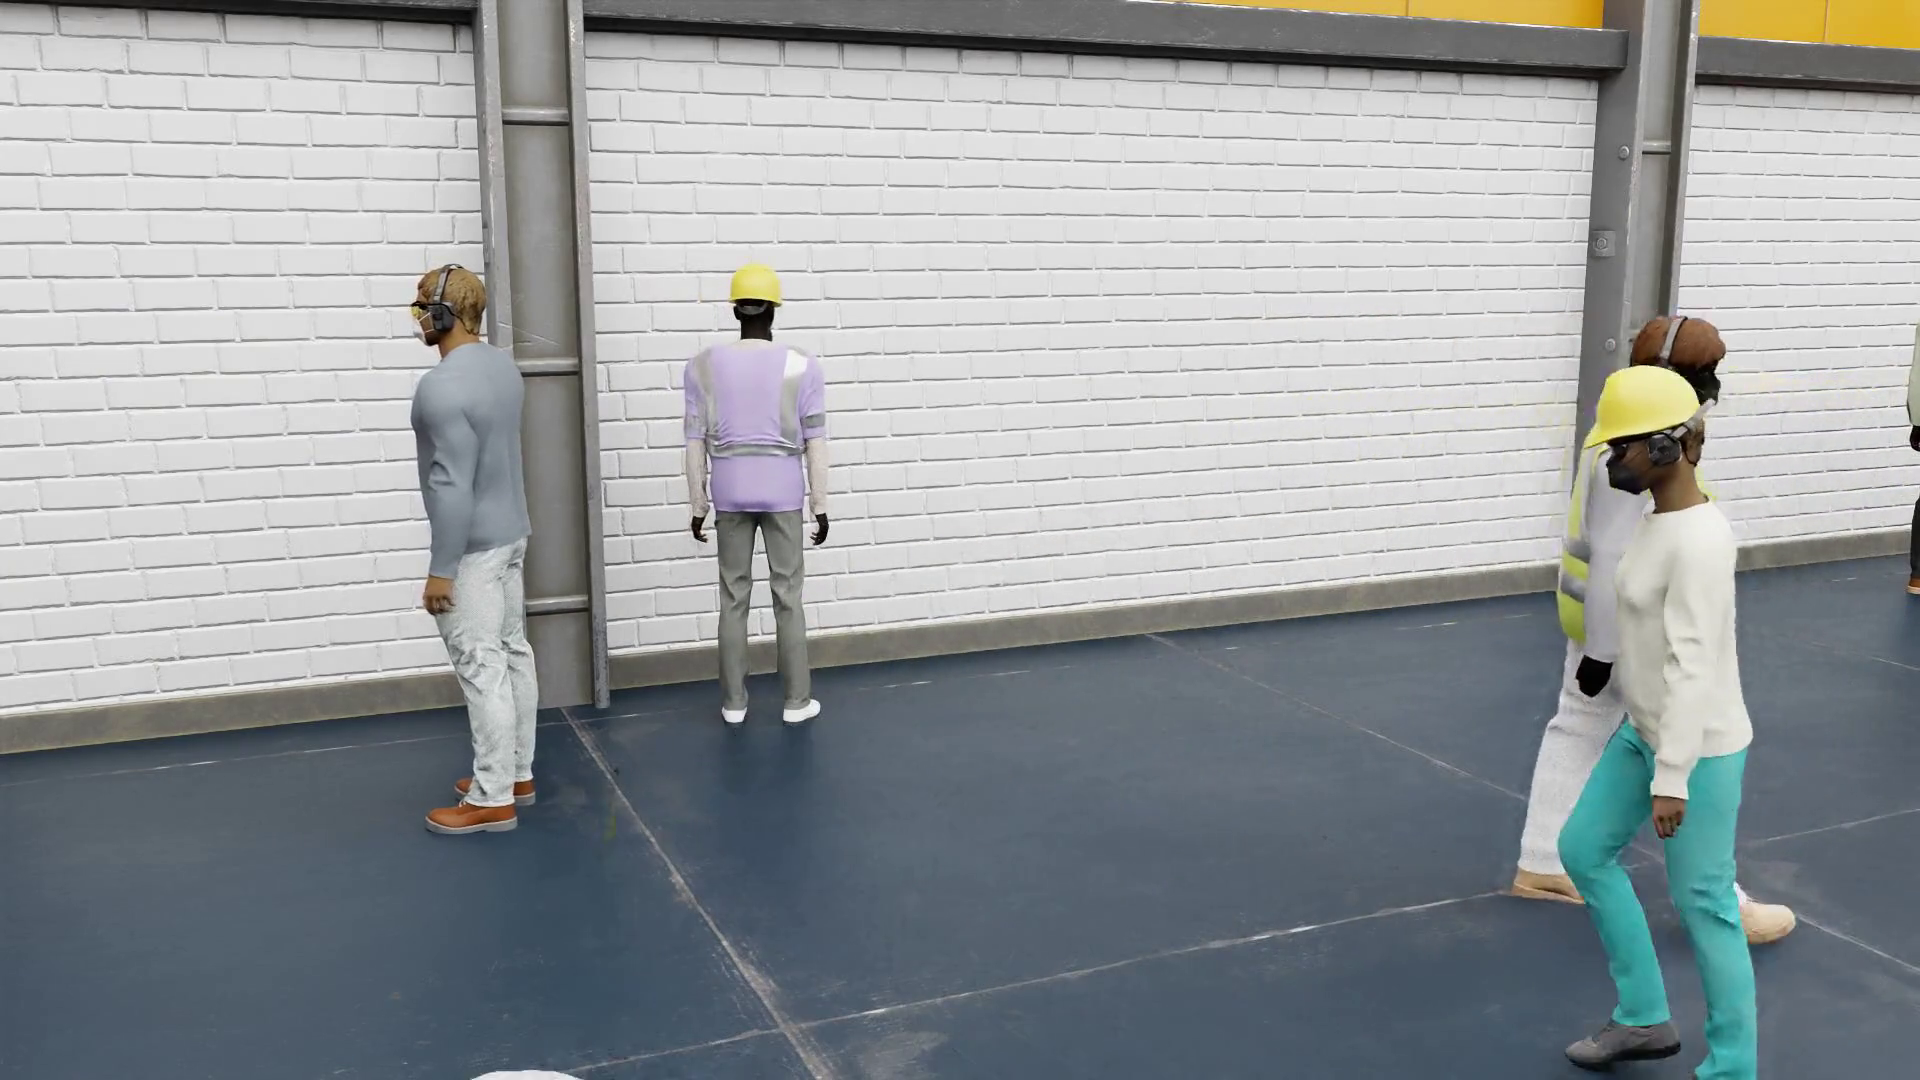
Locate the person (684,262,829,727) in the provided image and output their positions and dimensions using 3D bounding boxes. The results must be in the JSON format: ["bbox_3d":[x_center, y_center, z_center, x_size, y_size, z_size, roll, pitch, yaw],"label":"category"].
[{"bbox_3d":[-0.834,-0.179,6.909,0.594,1.922,0.386,0,10,2],"label":"person"}]

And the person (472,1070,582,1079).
[{"bbox_3d":[-0.175,0.946,1.005,0.967,1.827,0.538,-9,14,-42],"label":"person"}]

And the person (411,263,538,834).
[{"bbox_3d":[-1.667,0.038,5.691,0.387,1.942,0.632,1,10,5],"label":"person"}]

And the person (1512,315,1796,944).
[{"bbox_3d":[2.080,0.258,4.844,0.881,1.801,0.643,3,11,17],"label":"person"}]

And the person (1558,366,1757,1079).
[{"bbox_3d":[1.642,0.471,3.854,0.536,1.728,0.634,2,10,11],"label":"person"}]

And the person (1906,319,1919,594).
[{"bbox_3d":[5.647,-0.653,9.327,0.382,1.993,0.622,-7,13,-35],"label":"person"}]
